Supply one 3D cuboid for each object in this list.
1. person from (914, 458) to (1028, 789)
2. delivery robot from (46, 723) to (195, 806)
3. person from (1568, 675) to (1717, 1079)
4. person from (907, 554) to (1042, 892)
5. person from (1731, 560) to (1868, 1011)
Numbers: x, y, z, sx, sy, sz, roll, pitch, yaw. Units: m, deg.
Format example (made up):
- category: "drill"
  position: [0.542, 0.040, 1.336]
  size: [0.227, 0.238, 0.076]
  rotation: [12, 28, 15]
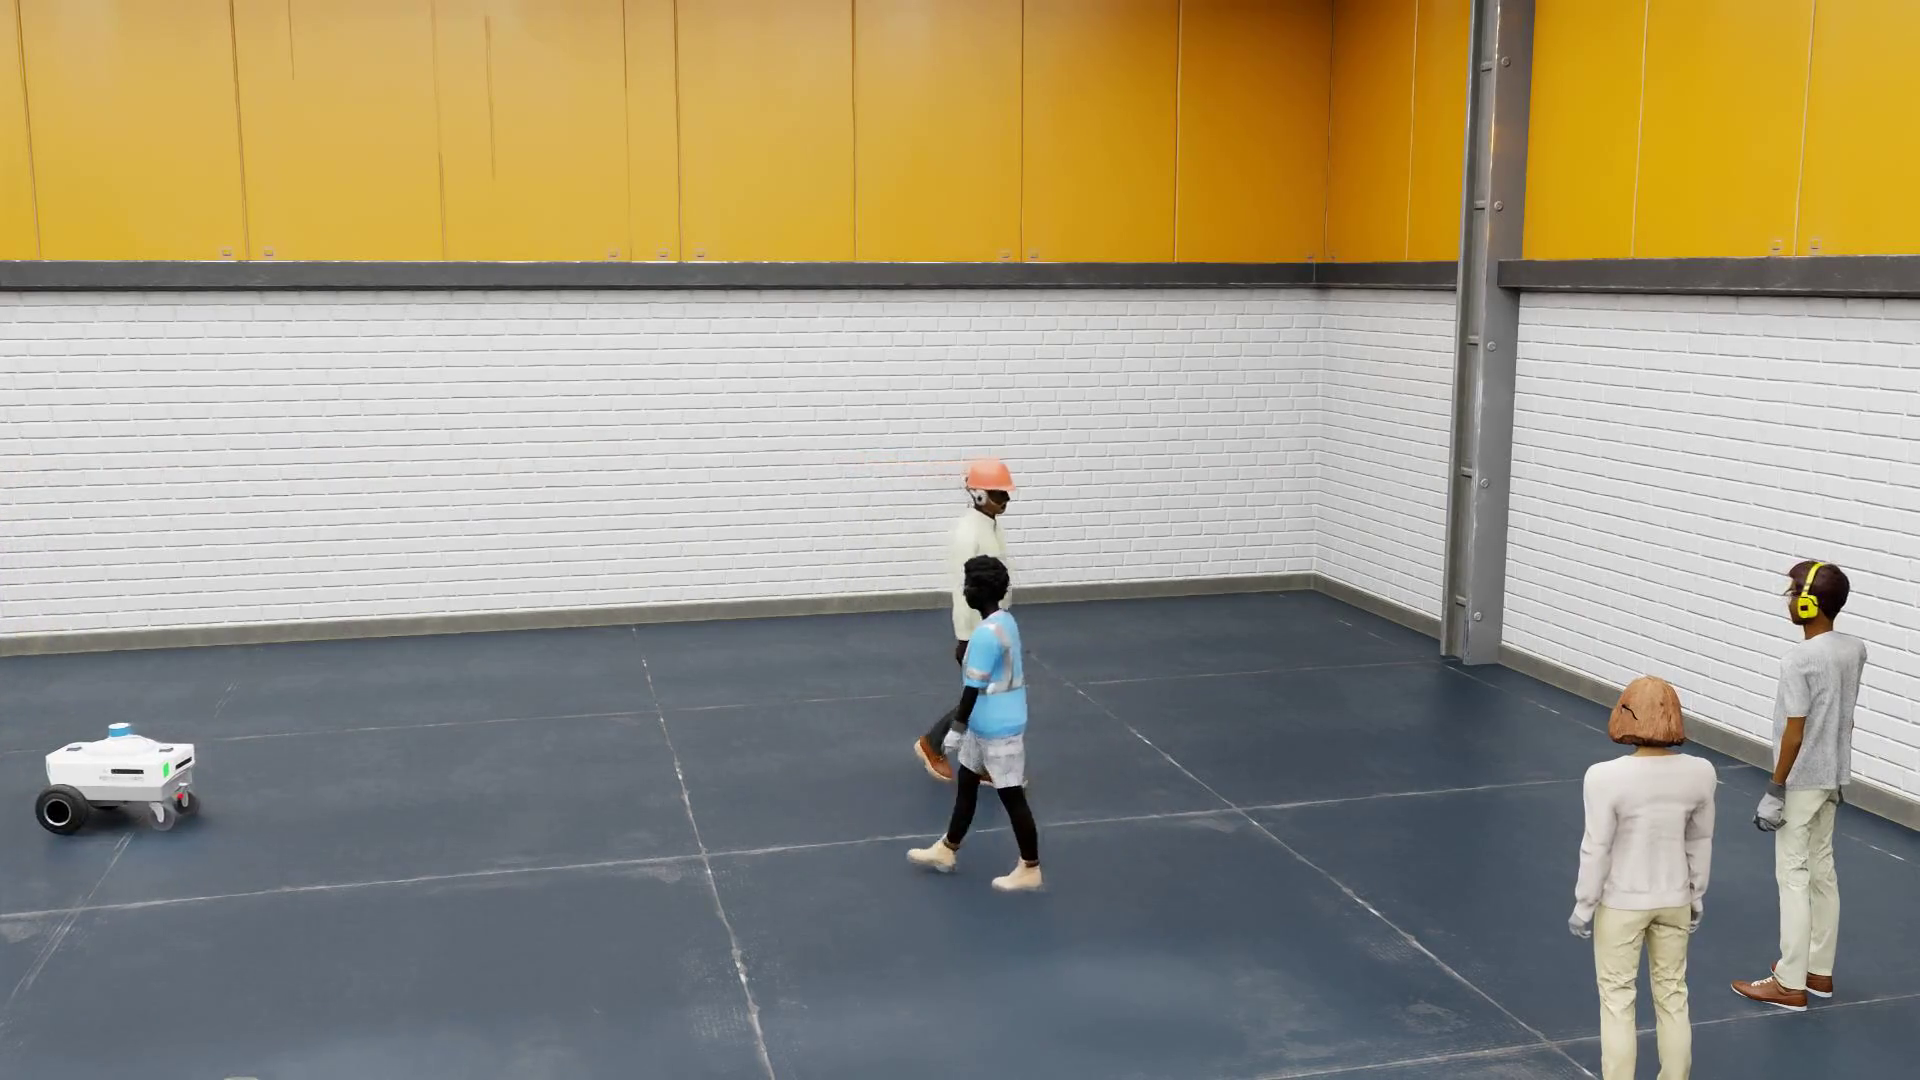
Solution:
- category: "person"
  position: [0.095, 0.498, 9.732]
  size: [0.542, 1.979, 0.618]
  rotation: [3, 10, 19]
- category: "delivery robot"
  position: [-4.606, 1.251, 9.144]
  size: [0.707, 0.478, 0.477]
  rotation: [0, 9, 2]
- category: "person"
  position: [2.397, 1.286, 5.862]
  size: [0.507, 1.632, 0.268]
  rotation: [-2, 9, -10]
- category: "person"
  position: [0.050, 0.906, 8.153]
  size: [0.808, 1.661, 0.540]
  rotation: [1, 9, 8]
- category: "person"
  position: [3.487, 1.005, 6.879]
  size: [0.511, 1.872, 0.328]
  rotation: [-6, 11, -34]
